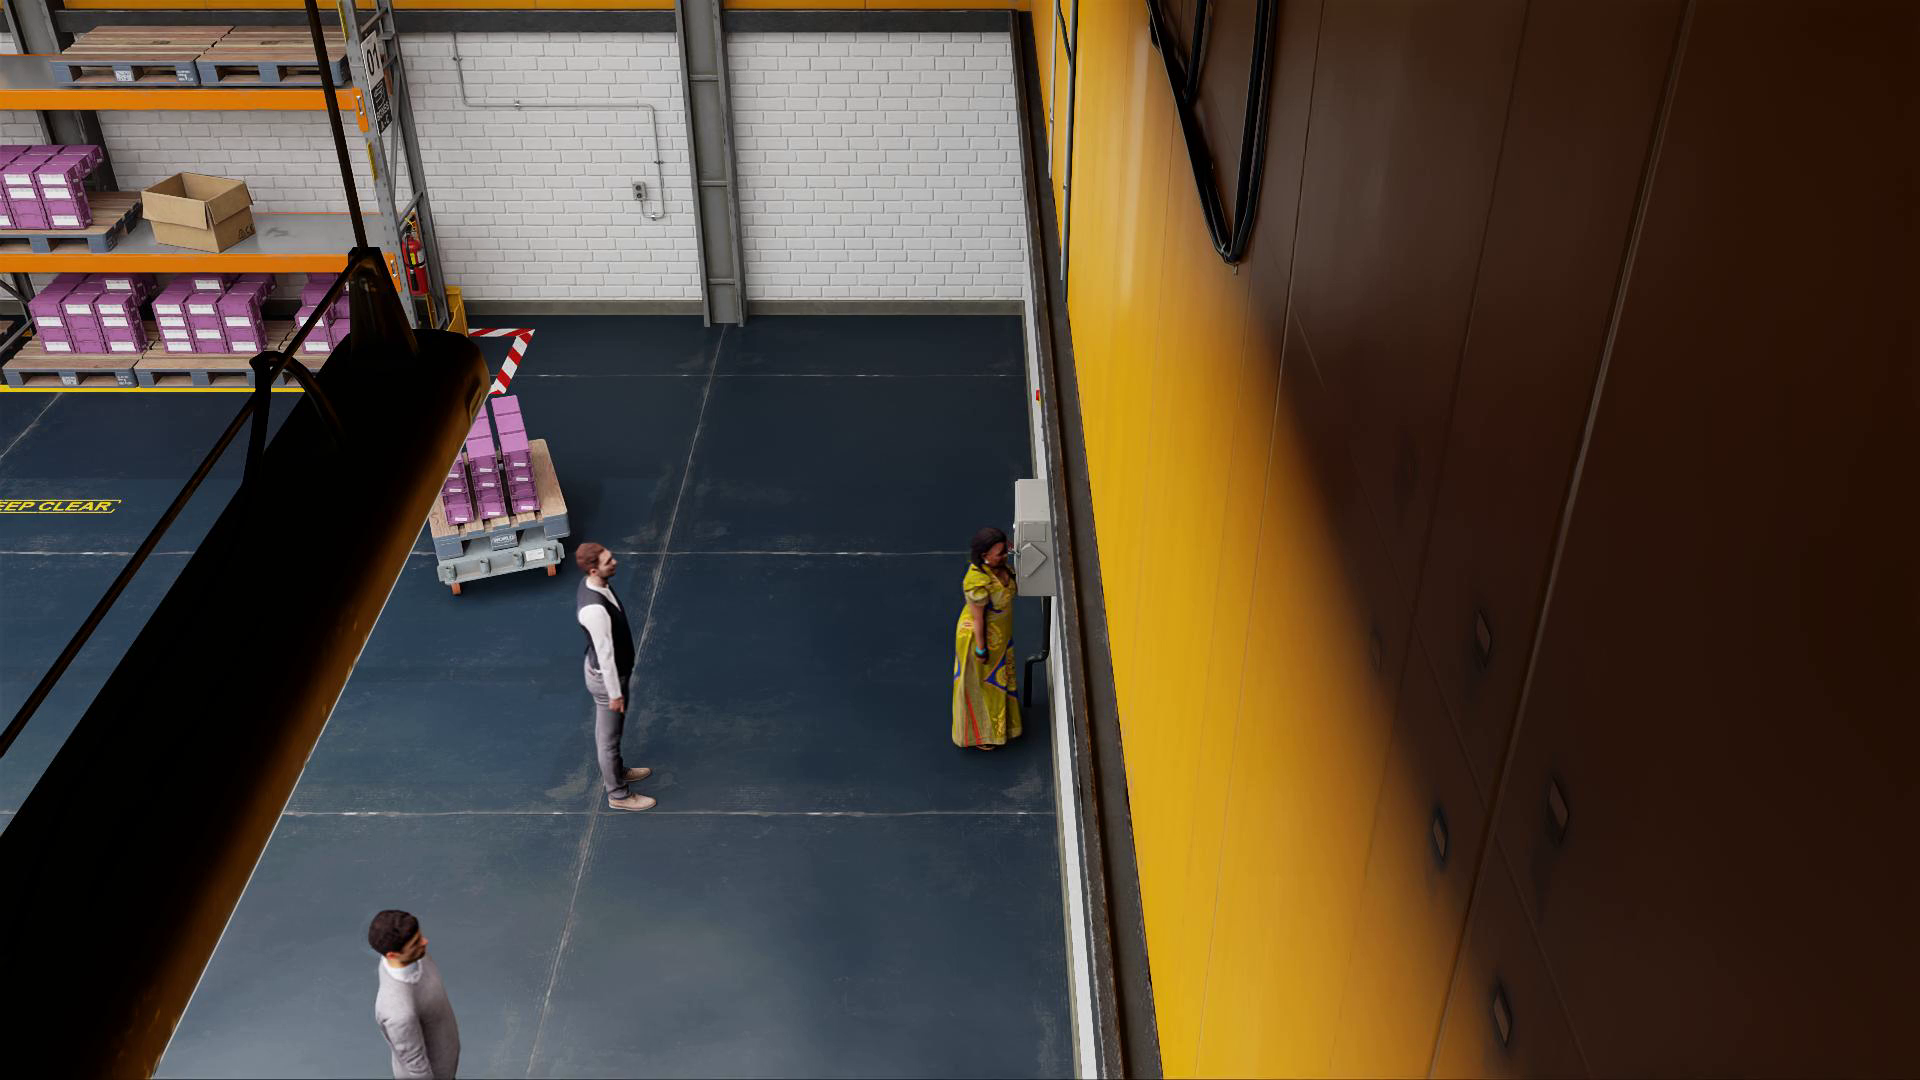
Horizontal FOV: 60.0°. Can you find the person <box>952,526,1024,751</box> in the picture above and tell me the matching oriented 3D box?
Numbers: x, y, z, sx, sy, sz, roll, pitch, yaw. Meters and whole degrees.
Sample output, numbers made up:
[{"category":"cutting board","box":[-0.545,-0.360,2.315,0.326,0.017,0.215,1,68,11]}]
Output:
[{"category":"person","box":[0.172,0.614,10.961,0.879,1.659,0.932,8,35,12]}]

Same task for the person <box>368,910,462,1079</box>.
[{"category":"person","box":[-2.549,2.471,7.929,0.710,1.921,0.803,-8,35,-12]}]

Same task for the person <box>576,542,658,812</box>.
[{"category":"person","box":[-2.207,0.827,10.390,0.634,1.937,0.695,-6,34,-9]}]
